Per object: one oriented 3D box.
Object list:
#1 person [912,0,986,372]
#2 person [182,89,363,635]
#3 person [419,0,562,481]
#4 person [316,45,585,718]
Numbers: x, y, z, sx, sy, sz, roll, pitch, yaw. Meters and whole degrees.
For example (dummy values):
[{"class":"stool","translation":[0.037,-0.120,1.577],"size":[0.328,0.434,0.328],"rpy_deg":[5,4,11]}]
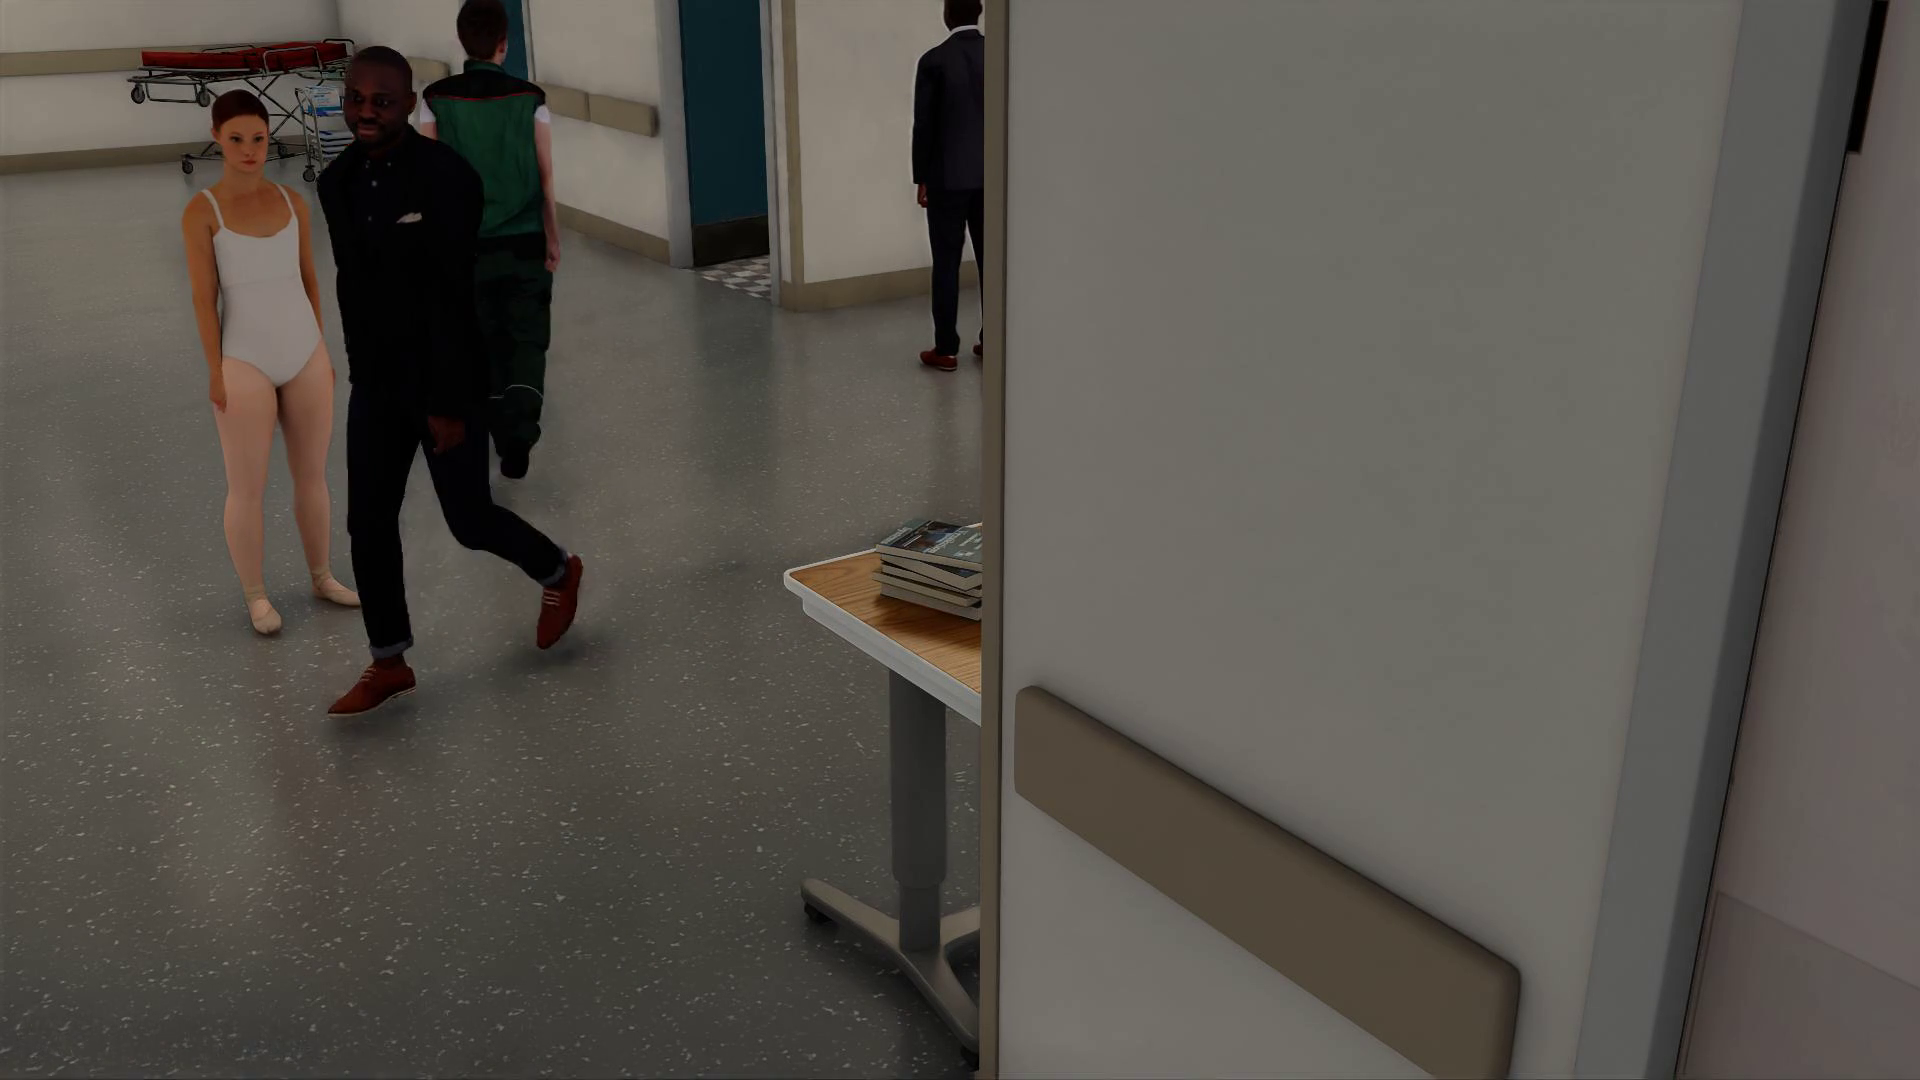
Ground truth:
[{"class":"person","translation":[0.037,-1.737,8.017],"size":[0.742,1.819,0.701],"rpy_deg":[-7,22,-19]},{"class":"person","translation":[-2.128,-0.542,5.113],"size":[0.546,1.642,0.587],"rpy_deg":[18,27,39]},{"class":"person","translation":[-1.771,-1.110,6.375],"size":[0.970,1.811,1.195],"rpy_deg":[-4,21,-10]},{"class":"person","translation":[-1.403,-0.418,4.580],"size":[1.147,1.787,1.082],"rpy_deg":[10,23,25]}]
